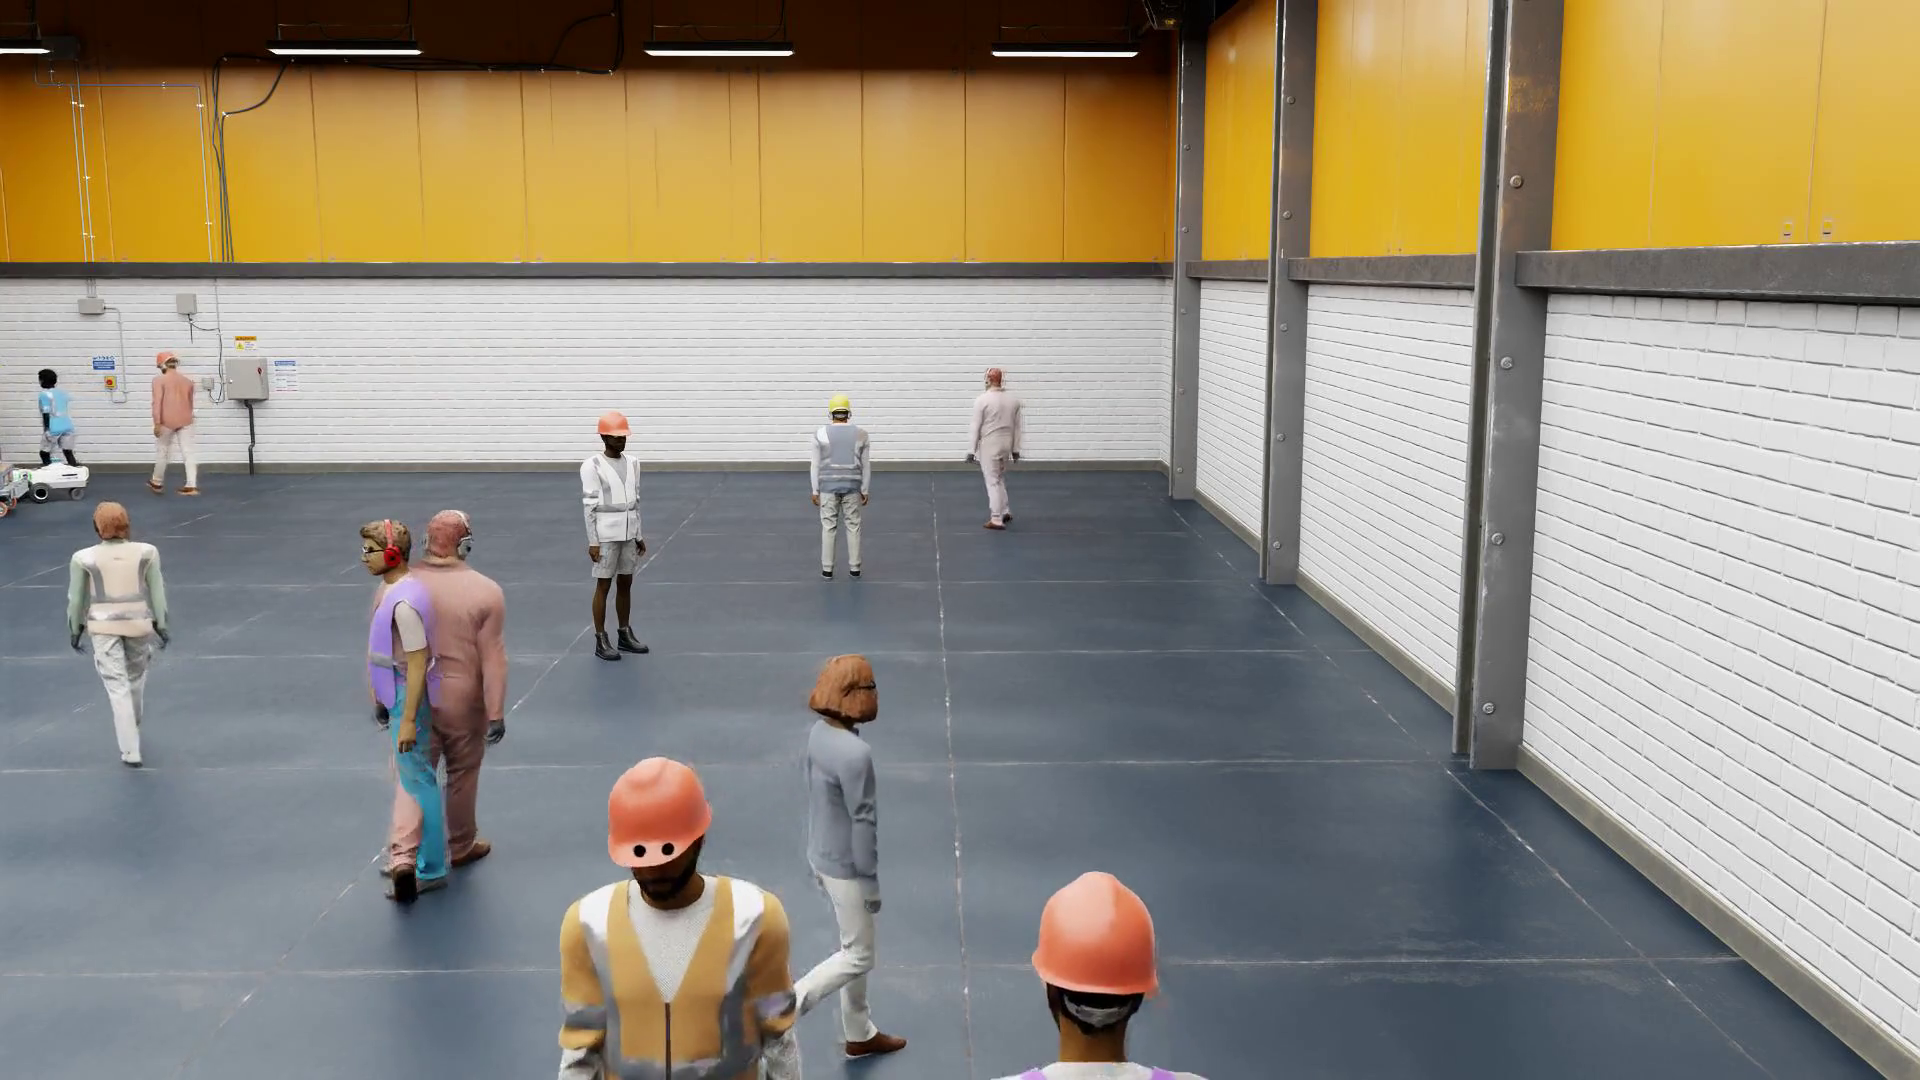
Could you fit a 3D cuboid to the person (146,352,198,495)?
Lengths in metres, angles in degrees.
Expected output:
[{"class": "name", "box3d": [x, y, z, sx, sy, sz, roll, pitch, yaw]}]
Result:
[{"class": "person", "box3d": [-10.657, -1.567, 22.424, 1.025, 1.909, 0.678, 7, 11, 35]}]

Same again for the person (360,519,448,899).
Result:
[{"class": "person", "box3d": [-2.672, 0.806, 8.088, 0.373, 1.840, 0.570, -4, 10, -21]}]

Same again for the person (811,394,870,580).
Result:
[{"class": "person", "box3d": [-1.171, -0.517, 16.277, 0.586, 1.824, 0.404, -2, 10, -14]}]

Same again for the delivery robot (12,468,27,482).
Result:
[{"class": "delivery robot", "box3d": [-12.523, -0.800, 21.584, 0.707, 0.478, 0.477, -2, 9, -13]}]

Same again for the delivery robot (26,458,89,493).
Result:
[{"class": "delivery robot", "box3d": [-11.810, -0.831, 21.774, 0.707, 0.478, 0.477, -6, 11, -34]}]

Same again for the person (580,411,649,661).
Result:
[{"class": "person", "box3d": [-2.680, -0.041, 12.990, 0.359, 1.938, 0.545, 7, 12, 37]}]

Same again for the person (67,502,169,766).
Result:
[{"class": "person", "box3d": [-5.245, 0.557, 10.338, 0.541, 1.591, 0.831, -7, 12, -38]}]

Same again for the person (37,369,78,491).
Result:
[{"class": "person", "box3d": [-12.304, -1.481, 22.568, 0.649, 1.674, 0.566, 2, 9, 12]}]

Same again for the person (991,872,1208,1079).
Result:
[{"class": "person", "box3d": [0.238, 1.569, 3.173, 0.565, 1.916, 0.436, -1, 9, -6]}]

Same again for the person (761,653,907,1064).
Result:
[{"class": "person", "box3d": [-0.488, 1.221, 6.223, 0.585, 1.616, 0.510, -3, 10, -20]}]

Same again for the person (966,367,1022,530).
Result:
[{"class": "person", "box3d": [0.379, -1.065, 19.409, 0.644, 1.890, 0.511, -8, 12, -42]}]

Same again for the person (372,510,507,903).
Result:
[{"class": "person", "box3d": [-2.548, 0.788, 8.128, 0.682, 1.874, 0.859, 0, 9, 2]}]

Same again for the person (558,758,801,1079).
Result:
[{"class": "person", "box3d": [-0.668, 1.441, 3.978, 0.574, 1.911, 0.410, 0, 9, 1]}]
